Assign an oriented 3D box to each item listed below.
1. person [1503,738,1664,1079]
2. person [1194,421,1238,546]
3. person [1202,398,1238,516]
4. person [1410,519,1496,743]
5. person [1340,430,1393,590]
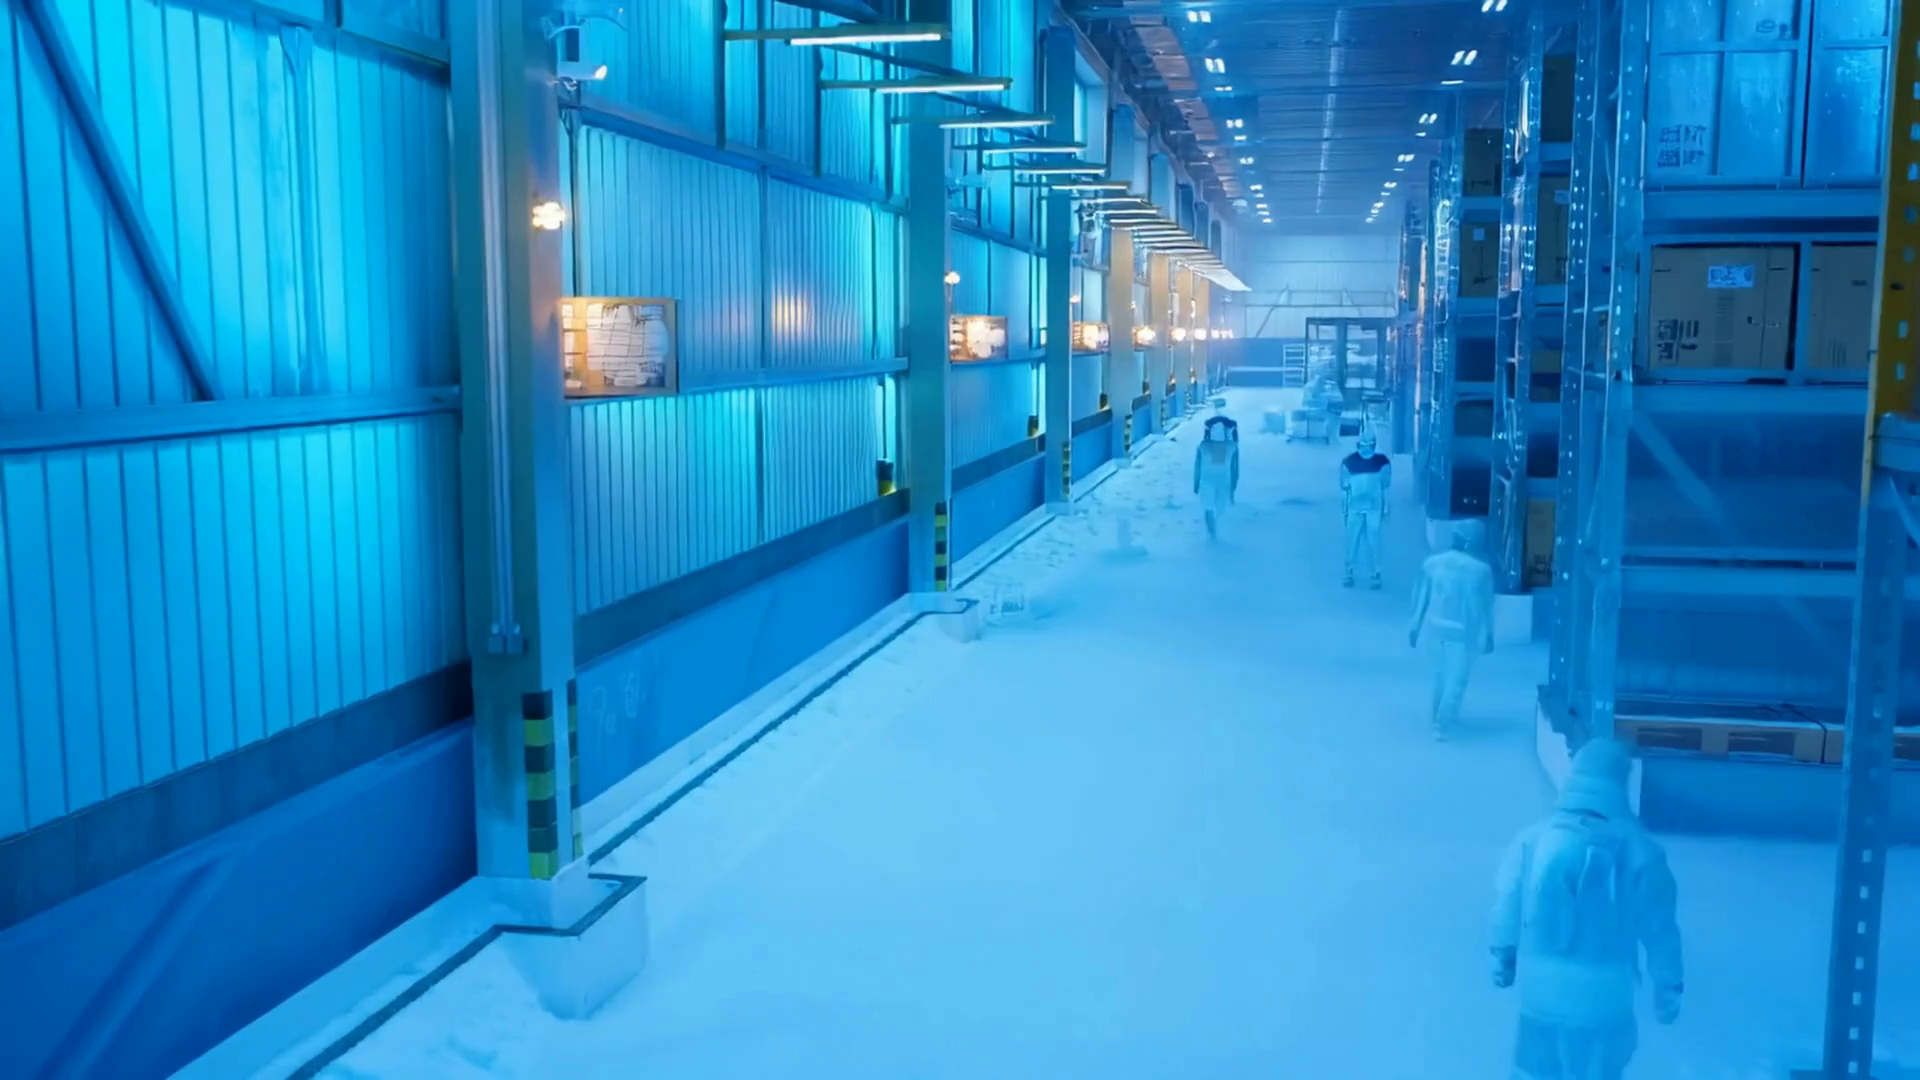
[{"bbox_3d":[2.182,1.535,5.810,0.509,1.694,0.880,0,7,4],"label":"person"},{"bbox_3d":[3.688,-0.794,23.961,0.624,1.828,0.744,0,7,3],"label":"person"},{"bbox_3d":[4.389,-1.393,28.089,0.611,1.988,0.391,1,7,9],"label":"person"},{"bbox_3d":[3.758,0.681,12.657,0.627,1.696,0.742,7,10,42],"label":"person"},{"bbox_3d":[4.886,-0.358,20.060,0.625,1.931,0.370,3,8,25],"label":"person"}]
